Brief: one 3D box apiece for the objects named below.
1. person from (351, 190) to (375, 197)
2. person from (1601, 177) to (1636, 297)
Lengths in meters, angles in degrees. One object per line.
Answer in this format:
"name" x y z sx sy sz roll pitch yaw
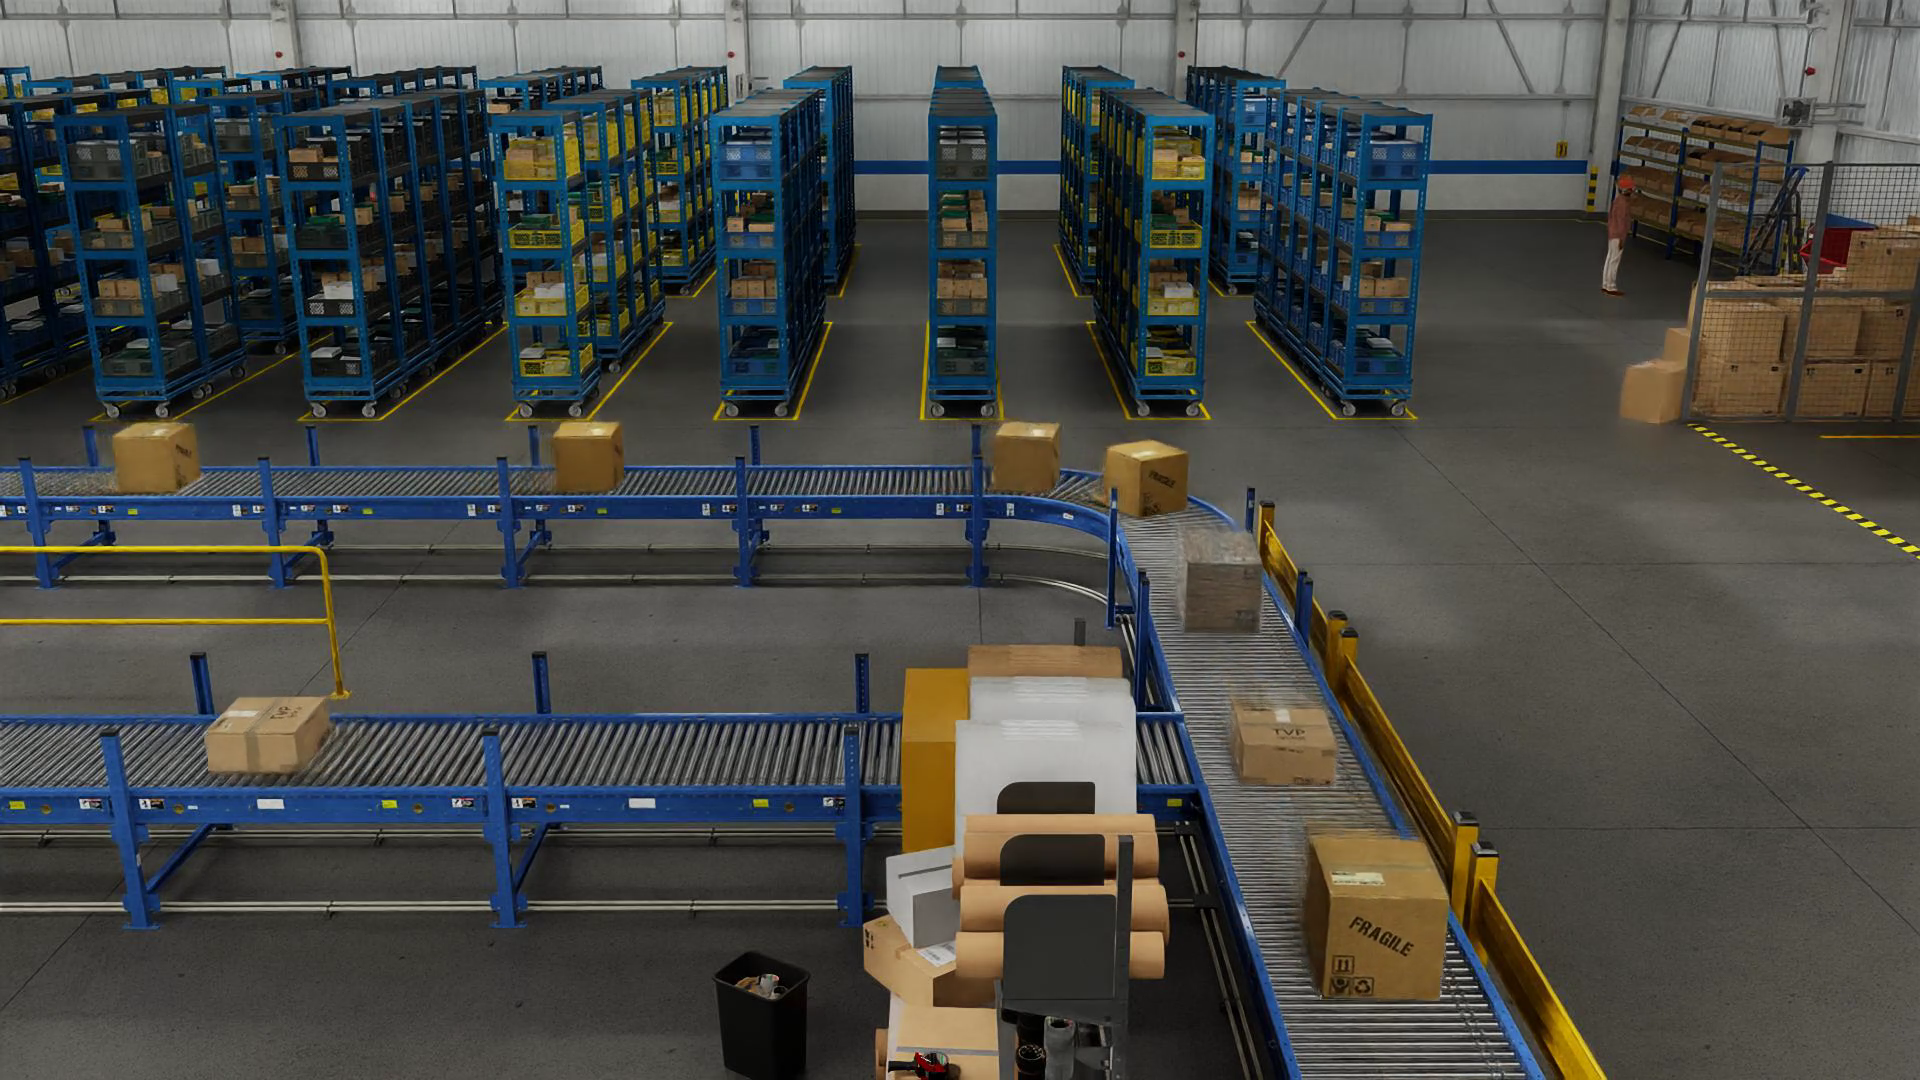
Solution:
"person" -11.113 -5.947 31.095 0.587 1.776 0.898 3 18 10
"person" 11.192 -5.151 28.280 0.375 1.995 0.609 2 18 7
